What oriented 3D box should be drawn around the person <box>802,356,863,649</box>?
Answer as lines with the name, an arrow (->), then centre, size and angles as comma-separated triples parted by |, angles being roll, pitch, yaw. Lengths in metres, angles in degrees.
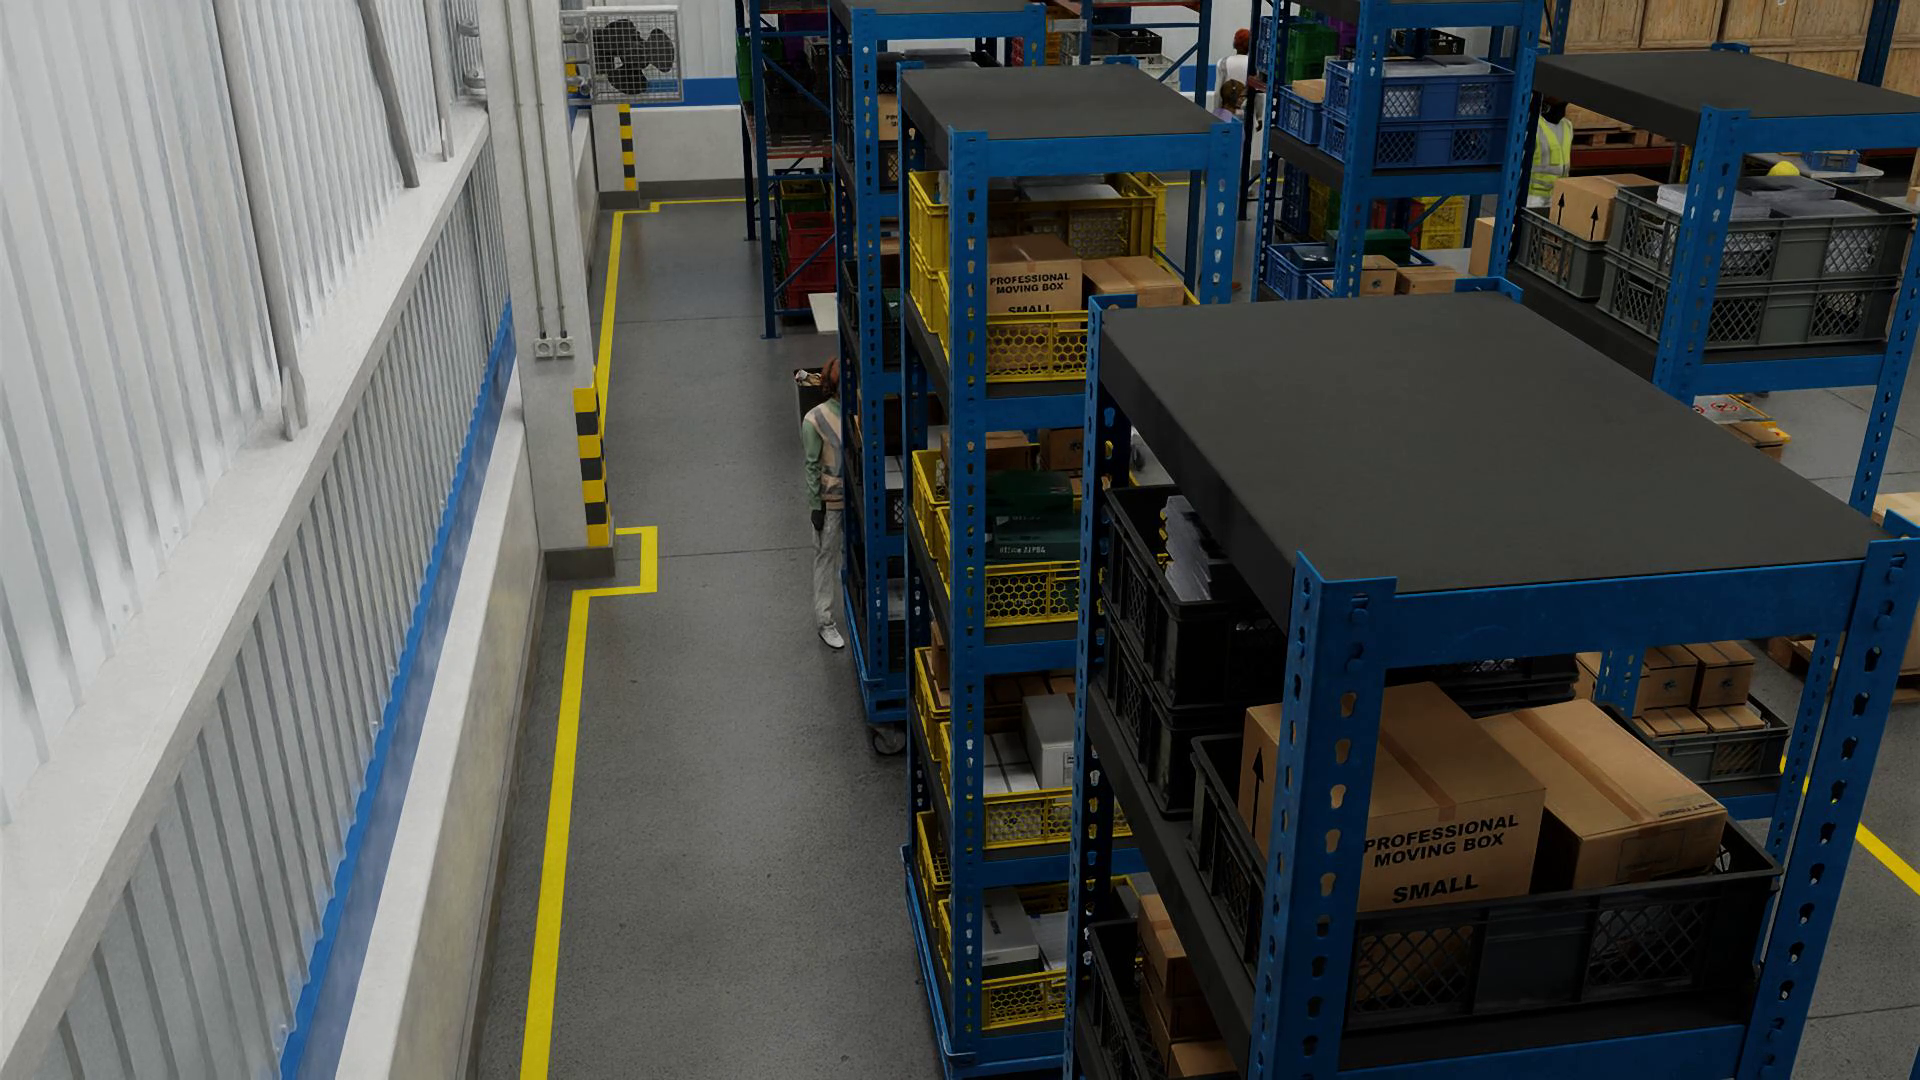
person -> -0.640, -0.223, 9.118 | 0.307, 1.645, 0.514 | 22, 32, 39

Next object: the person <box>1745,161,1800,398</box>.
person -> 6.116, -1.955, 12.659 | 0.591, 1.834, 0.404 | -9, 26, -19

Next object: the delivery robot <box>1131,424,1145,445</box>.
delivery robot -> 0.964, -0.817, 11.596 | 0.707, 0.478, 0.477 | -11, 27, -22

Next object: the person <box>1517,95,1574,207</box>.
person -> 5.424, -3.262, 15.492 | 0.637, 1.840, 0.429 | -14, 28, -28

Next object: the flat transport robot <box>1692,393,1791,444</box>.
flat transport robot -> 5.224, -0.859, 12.132 | 1.431, 0.197, 0.652 | -4, 25, -8

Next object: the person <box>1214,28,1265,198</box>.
person -> 3.147, -4.794, 18.767 | 0.574, 1.887, 0.355 | 10, 27, 21

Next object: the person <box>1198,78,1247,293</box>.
person -> 2.439, -3.291, 15.440 | 0.375, 1.939, 0.628 | -5, 25, -11
